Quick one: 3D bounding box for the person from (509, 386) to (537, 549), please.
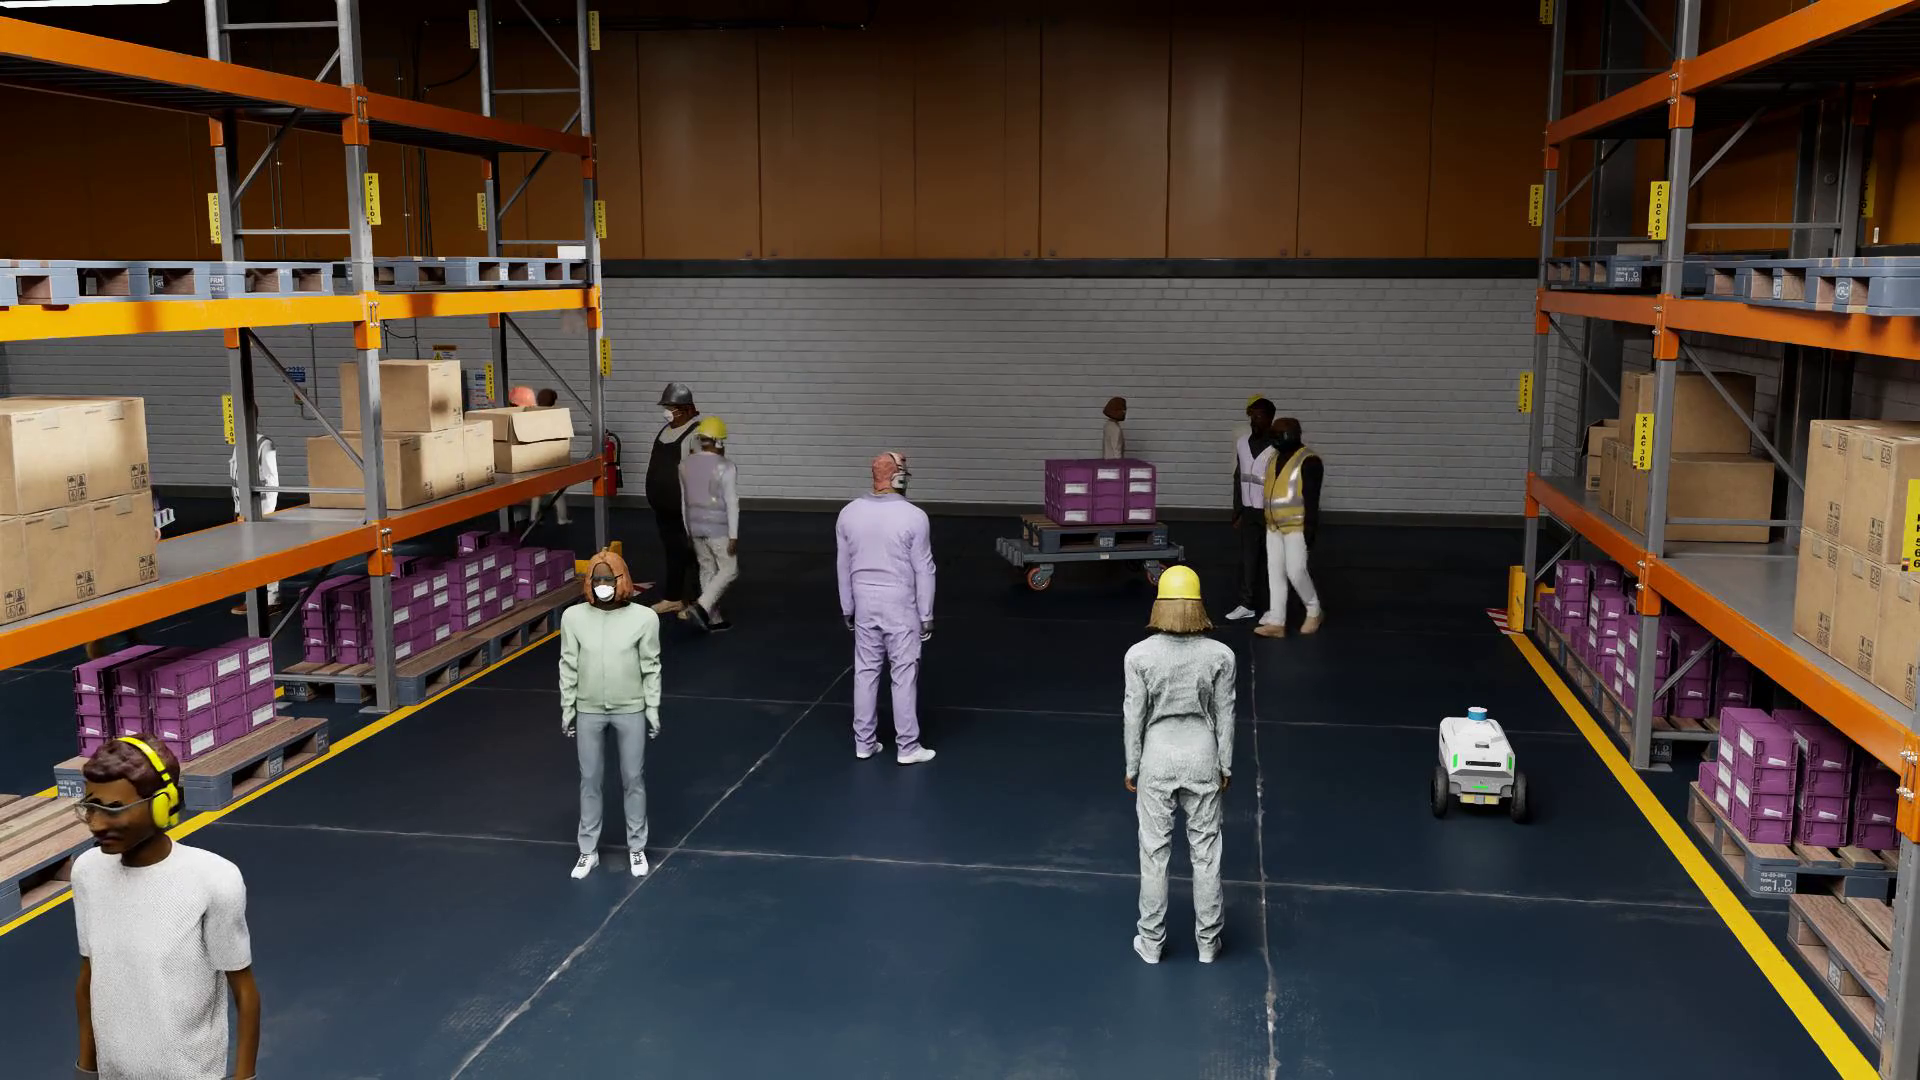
[{"bbox_3d":[-4.285,-0.519,15.866,0.611,1.905,0.616,-1,9,-6],"label":"person"}]

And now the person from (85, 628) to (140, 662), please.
[{"bbox_3d":[-5.967,0.172,11.566,0.548,1.918,0.660,-2,9,-12],"label":"person"}]

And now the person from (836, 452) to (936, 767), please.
[{"bbox_3d":[-0.424,0.415,10.112,0.646,1.904,0.401,5,10,28],"label":"person"}]

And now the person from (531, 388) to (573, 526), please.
[{"bbox_3d":[-4.826,-0.957,19.474,0.522,1.647,0.485,4,10,21],"label":"person"}]

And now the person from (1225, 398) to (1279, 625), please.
[{"bbox_3d":[2.575,-0.246,14.141,0.398,1.920,0.588,-8,12,-42],"label":"person"}]

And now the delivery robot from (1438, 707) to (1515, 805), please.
[{"bbox_3d":[2.875,1.177,9.273,0.477,0.478,0.707,2,9,11],"label":"delivery robot"}]

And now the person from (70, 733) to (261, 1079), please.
[{"bbox_3d":[-2.012,1.394,4.191,0.537,1.866,0.314,2,9,13],"label":"person"}]

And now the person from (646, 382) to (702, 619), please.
[{"bbox_3d":[-2.443,-0.340,14.348,0.675,2.000,0.536,9,13,44],"label":"person"}]

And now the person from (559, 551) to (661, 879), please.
[{"bbox_3d":[-1.721,0.858,8.204,0.497,1.634,0.279,-1,9,-3],"label":"person"}]

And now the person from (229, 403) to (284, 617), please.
[{"bbox_3d":[-6.096,-0.266,14.362,0.574,1.887,0.355,7,12,38],"label":"person"}]

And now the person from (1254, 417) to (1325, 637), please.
[{"bbox_3d":[2.680,-0.095,13.611,0.639,1.807,0.660,-5,11,-30],"label":"person"}]

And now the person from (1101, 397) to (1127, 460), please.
[{"bbox_3d":[1.669,-0.746,18.132,0.278,1.625,0.510,-1,9,-7],"label":"person"}]

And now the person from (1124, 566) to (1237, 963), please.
[{"bbox_3d":[0.943,0.972,7.194,0.484,1.737,0.305,0,9,2],"label":"person"}]

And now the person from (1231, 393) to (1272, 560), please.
[{"bbox_3d":[3.023,-0.619,16.991,0.523,1.749,0.514,2,9,9],"label":"person"}]

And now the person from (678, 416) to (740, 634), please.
[{"bbox_3d":[-2.059,-0.098,13.563,0.595,1.811,0.538,6,11,32],"label":"person"}]
